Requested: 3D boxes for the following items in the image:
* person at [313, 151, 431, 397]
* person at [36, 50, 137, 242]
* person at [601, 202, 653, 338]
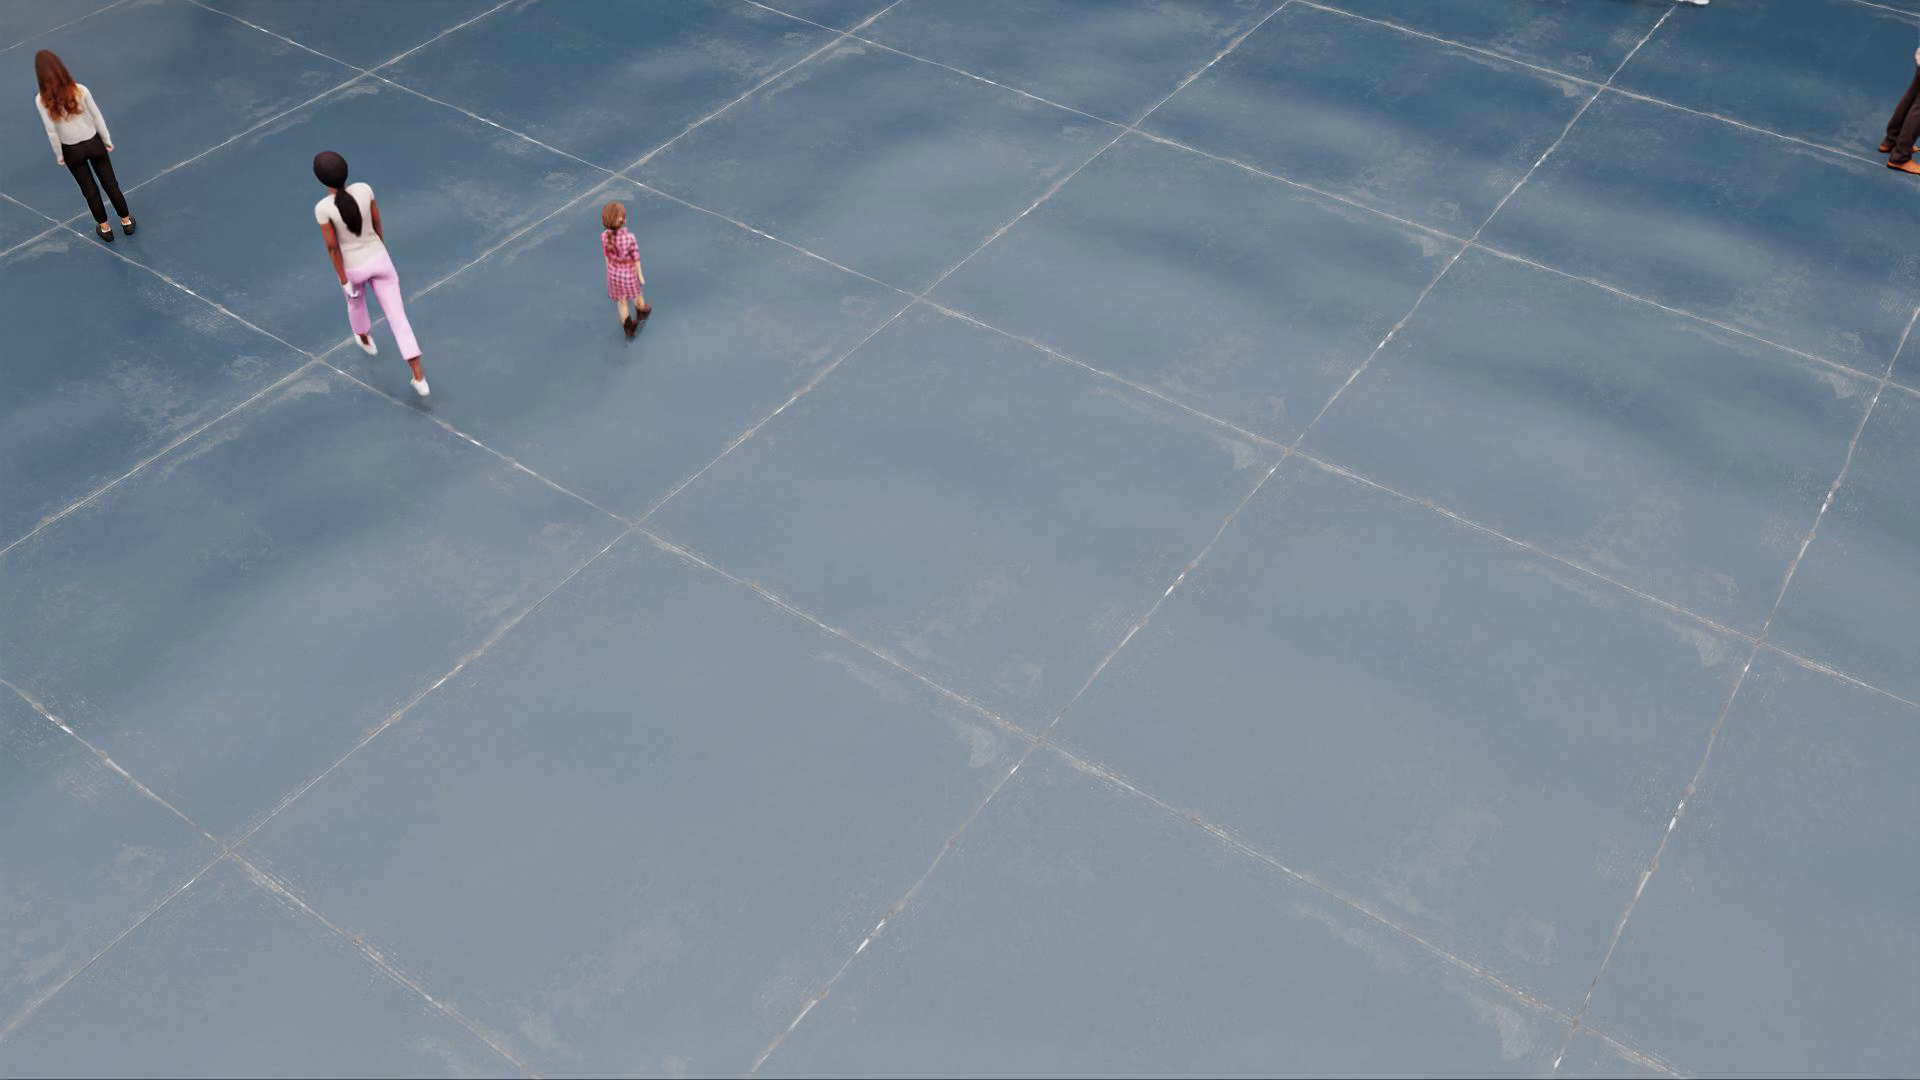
[{"bbox_3d":[-3.801,-1.699,10.799,0.848,1.689,1.269,-27,49,-26],"label":"person"},{"bbox_3d":[-6.448,-2.890,12.224,0.612,1.485,0.600,-24,48,-24],"label":"person"},{"bbox_3d":[-2.333,-1.838,11.444,0.595,1.013,0.620,7,43,7],"label":"person"}]
